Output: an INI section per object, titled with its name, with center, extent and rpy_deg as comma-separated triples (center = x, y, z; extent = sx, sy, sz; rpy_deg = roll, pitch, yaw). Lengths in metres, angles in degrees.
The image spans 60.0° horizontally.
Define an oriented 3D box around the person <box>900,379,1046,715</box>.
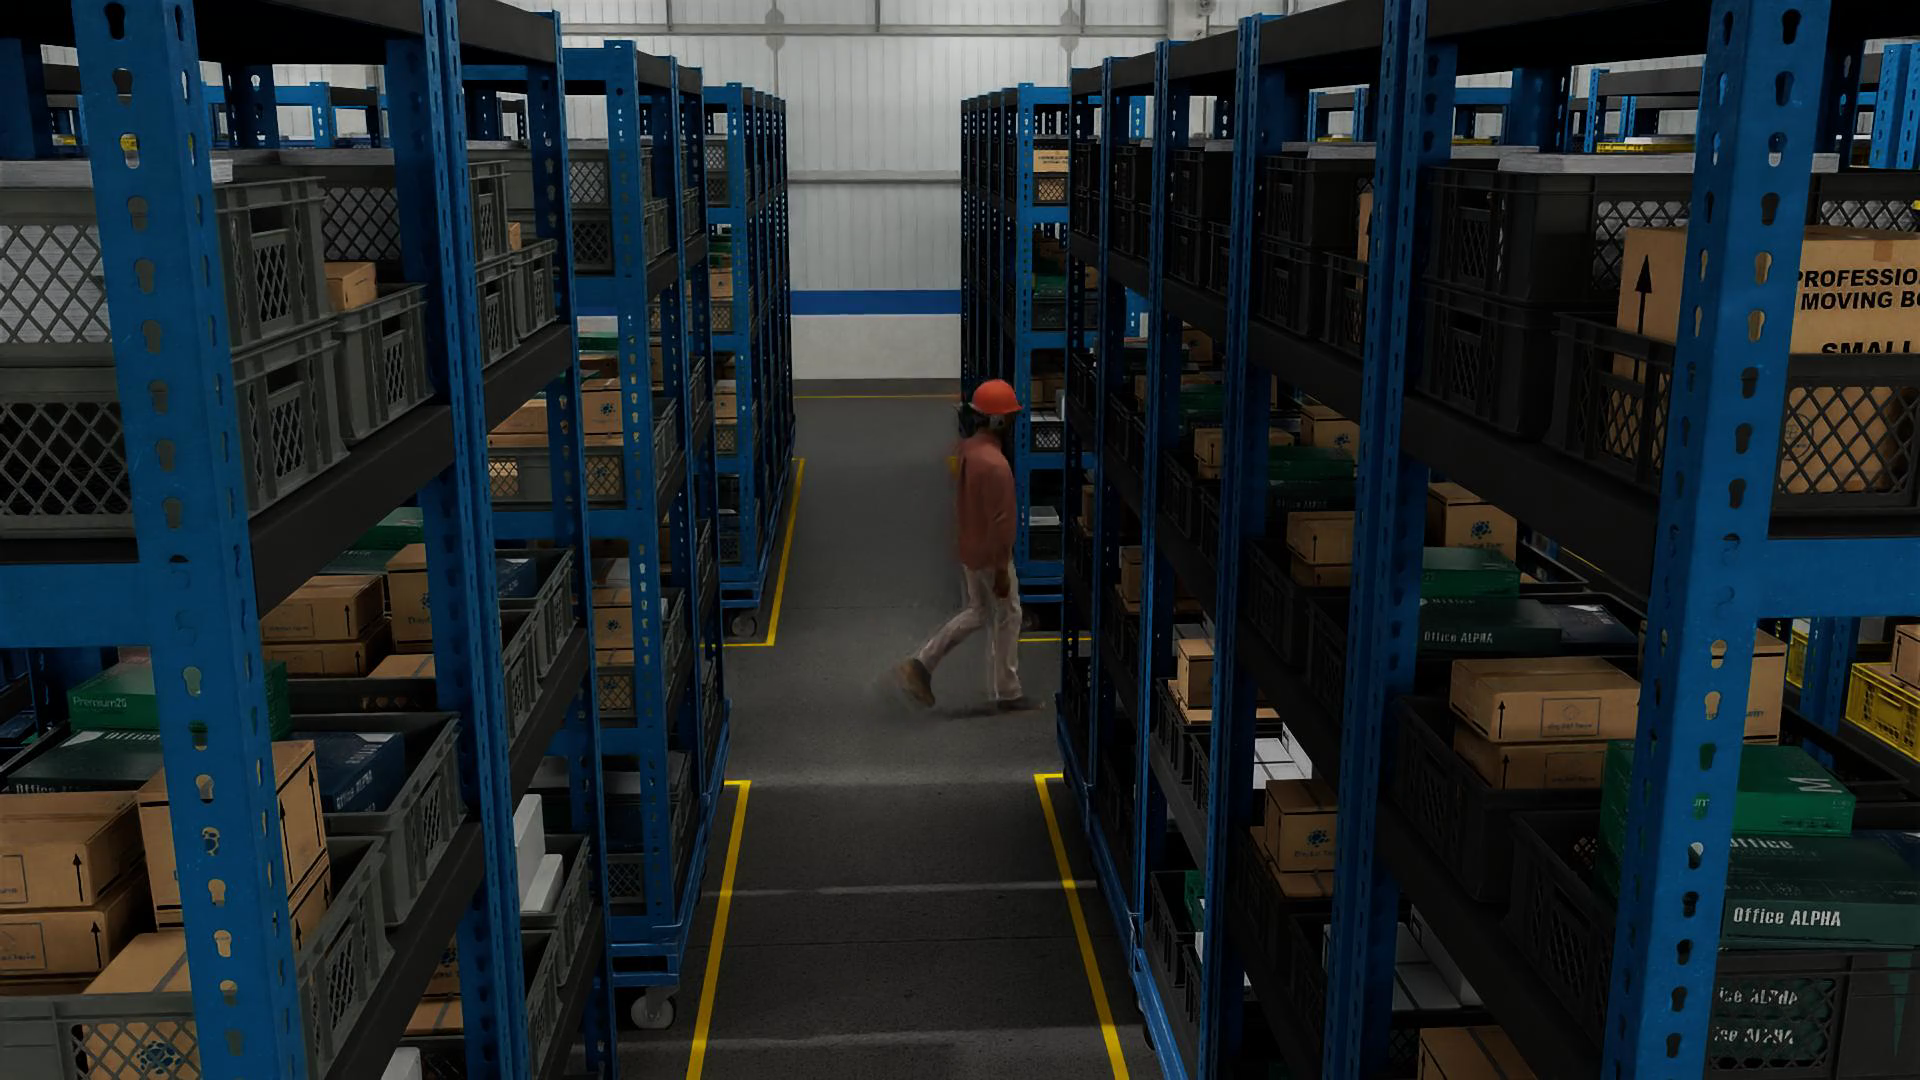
[person]
center = 0.088, 0.064, 9.431
extent = 0.764, 1.972, 0.624
rpy_deg = -5, 15, -19
